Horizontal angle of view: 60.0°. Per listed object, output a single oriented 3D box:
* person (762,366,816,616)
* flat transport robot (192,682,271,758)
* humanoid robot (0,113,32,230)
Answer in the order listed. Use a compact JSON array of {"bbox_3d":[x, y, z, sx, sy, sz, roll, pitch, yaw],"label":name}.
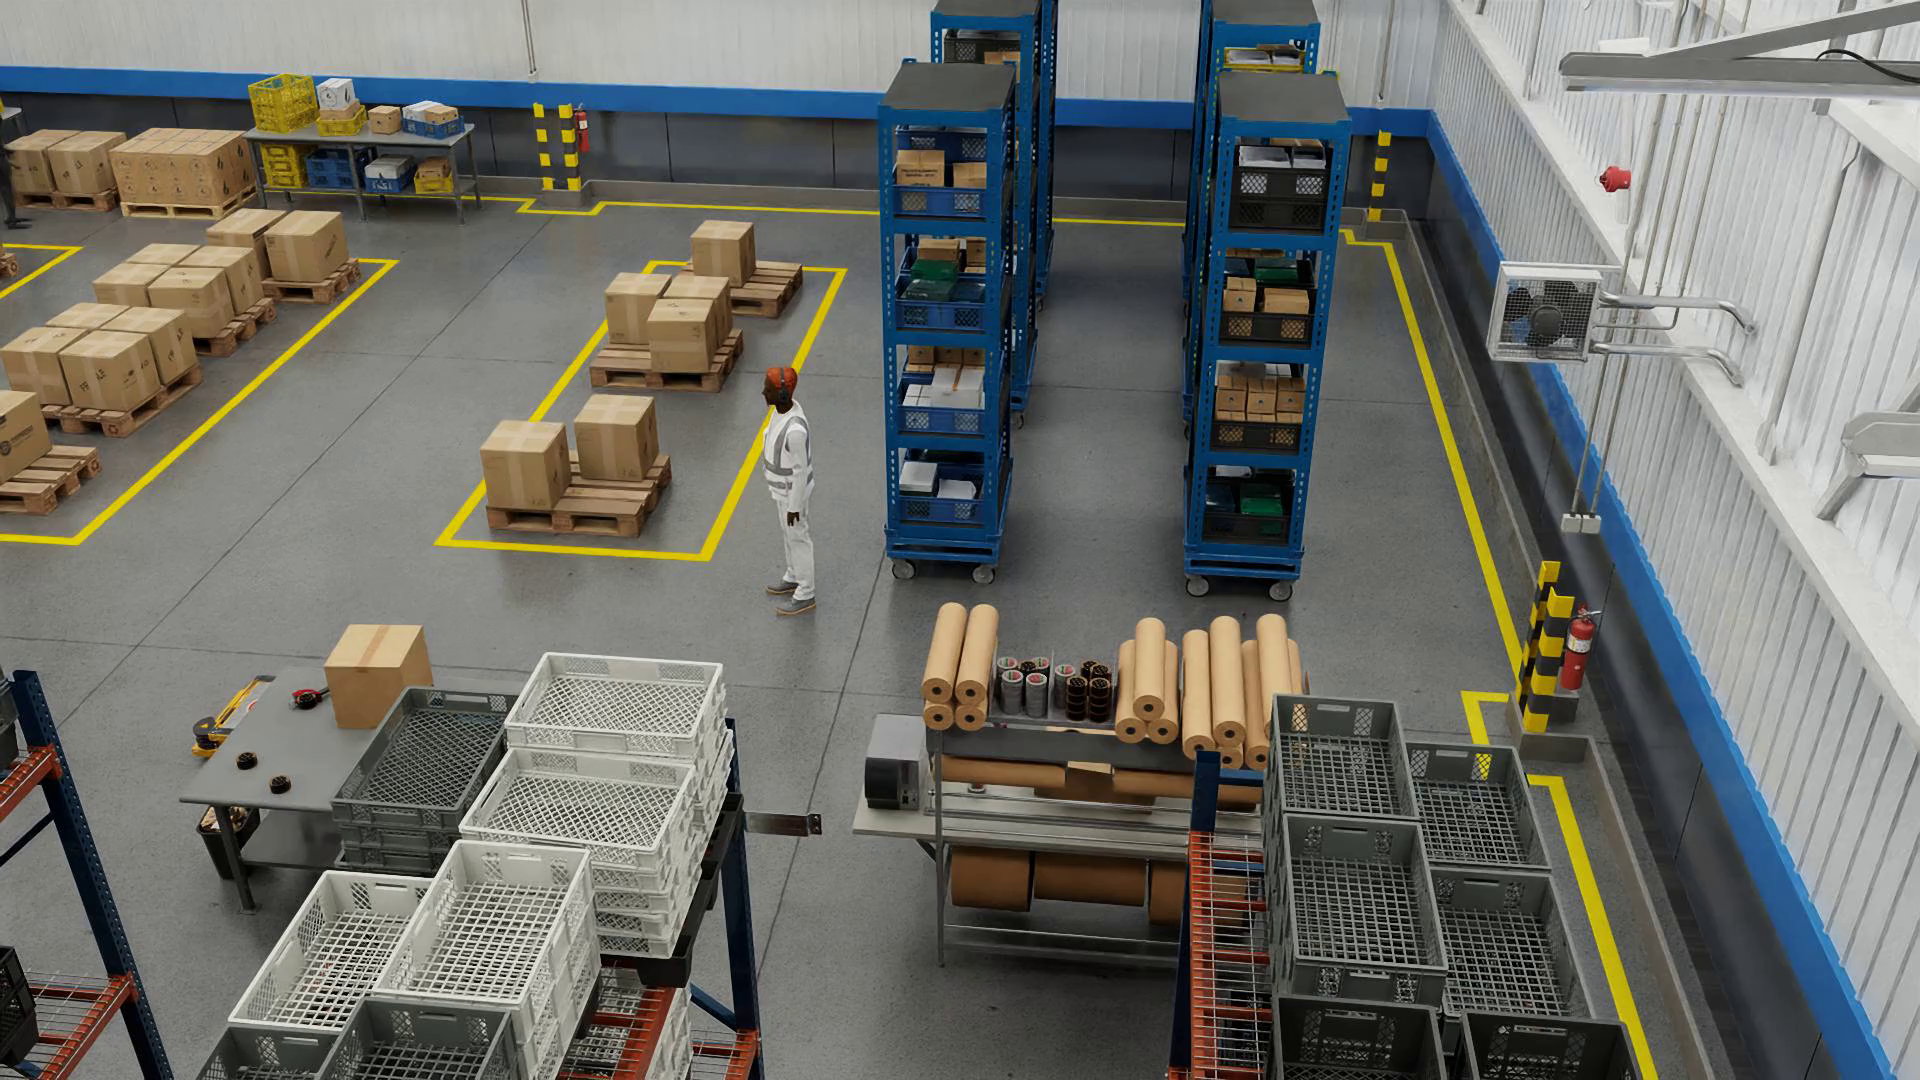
[{"bbox_3d":[-1.207,-0.352,11.675,0.356,1.882,0.571,-9,31,-15],"label":"person"},{"bbox_3d":[-4.089,1.163,10.648,1.431,0.197,0.652,3,30,6],"label":"flat transport robot"},{"bbox_3d":[-10.818,-4.360,18.752,0.354,1.657,0.586,-18,35,-28],"label":"humanoid robot"}]
